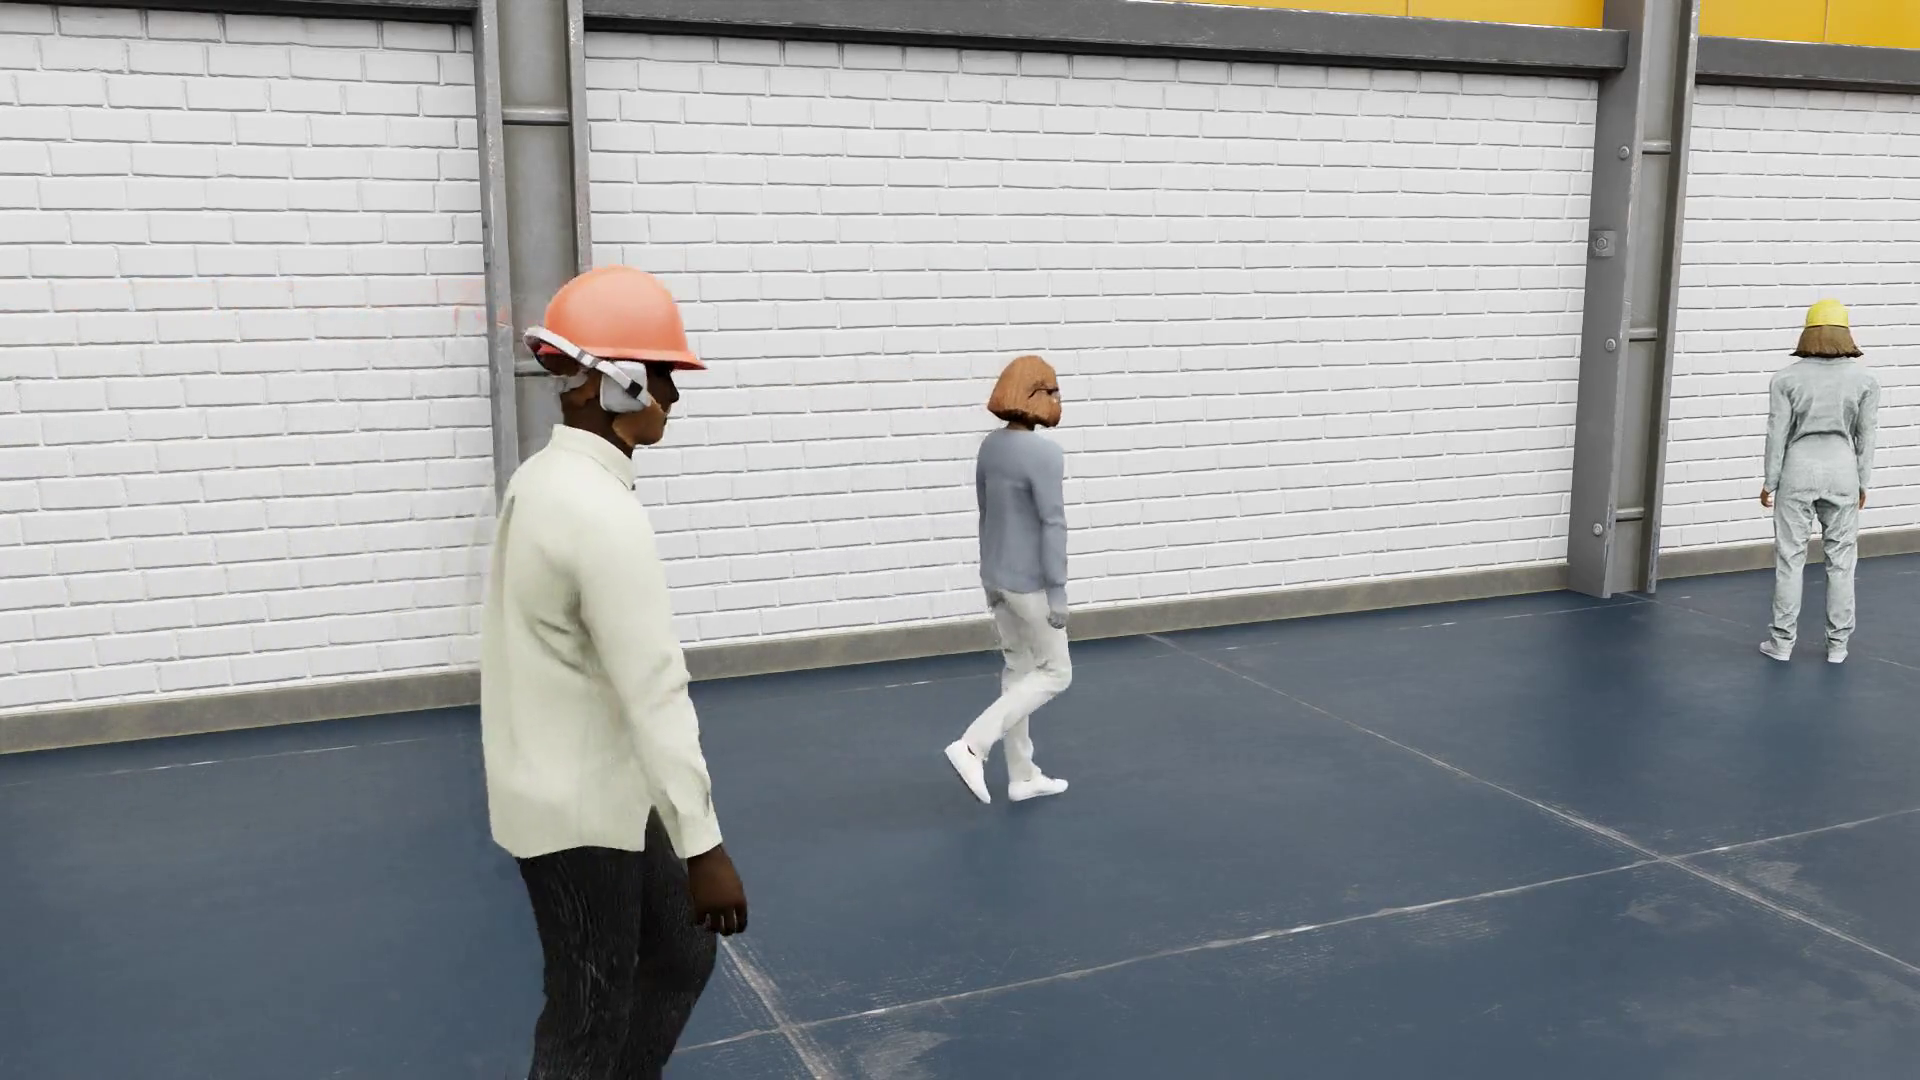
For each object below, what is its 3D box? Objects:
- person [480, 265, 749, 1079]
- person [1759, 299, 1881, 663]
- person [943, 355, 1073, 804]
[{"bbox_3d":[-0.631,0.492,3.082,0.573,1.968,0.638,-4,11,-19],"label":"person"},{"bbox_3d":[4.101,-0.277,7.975,0.483,1.734,0.319,3,11,16],"label":"person"},{"bbox_3d":[0.179,0.161,5.854,0.479,1.617,0.522,-5,12,-27],"label":"person"}]
